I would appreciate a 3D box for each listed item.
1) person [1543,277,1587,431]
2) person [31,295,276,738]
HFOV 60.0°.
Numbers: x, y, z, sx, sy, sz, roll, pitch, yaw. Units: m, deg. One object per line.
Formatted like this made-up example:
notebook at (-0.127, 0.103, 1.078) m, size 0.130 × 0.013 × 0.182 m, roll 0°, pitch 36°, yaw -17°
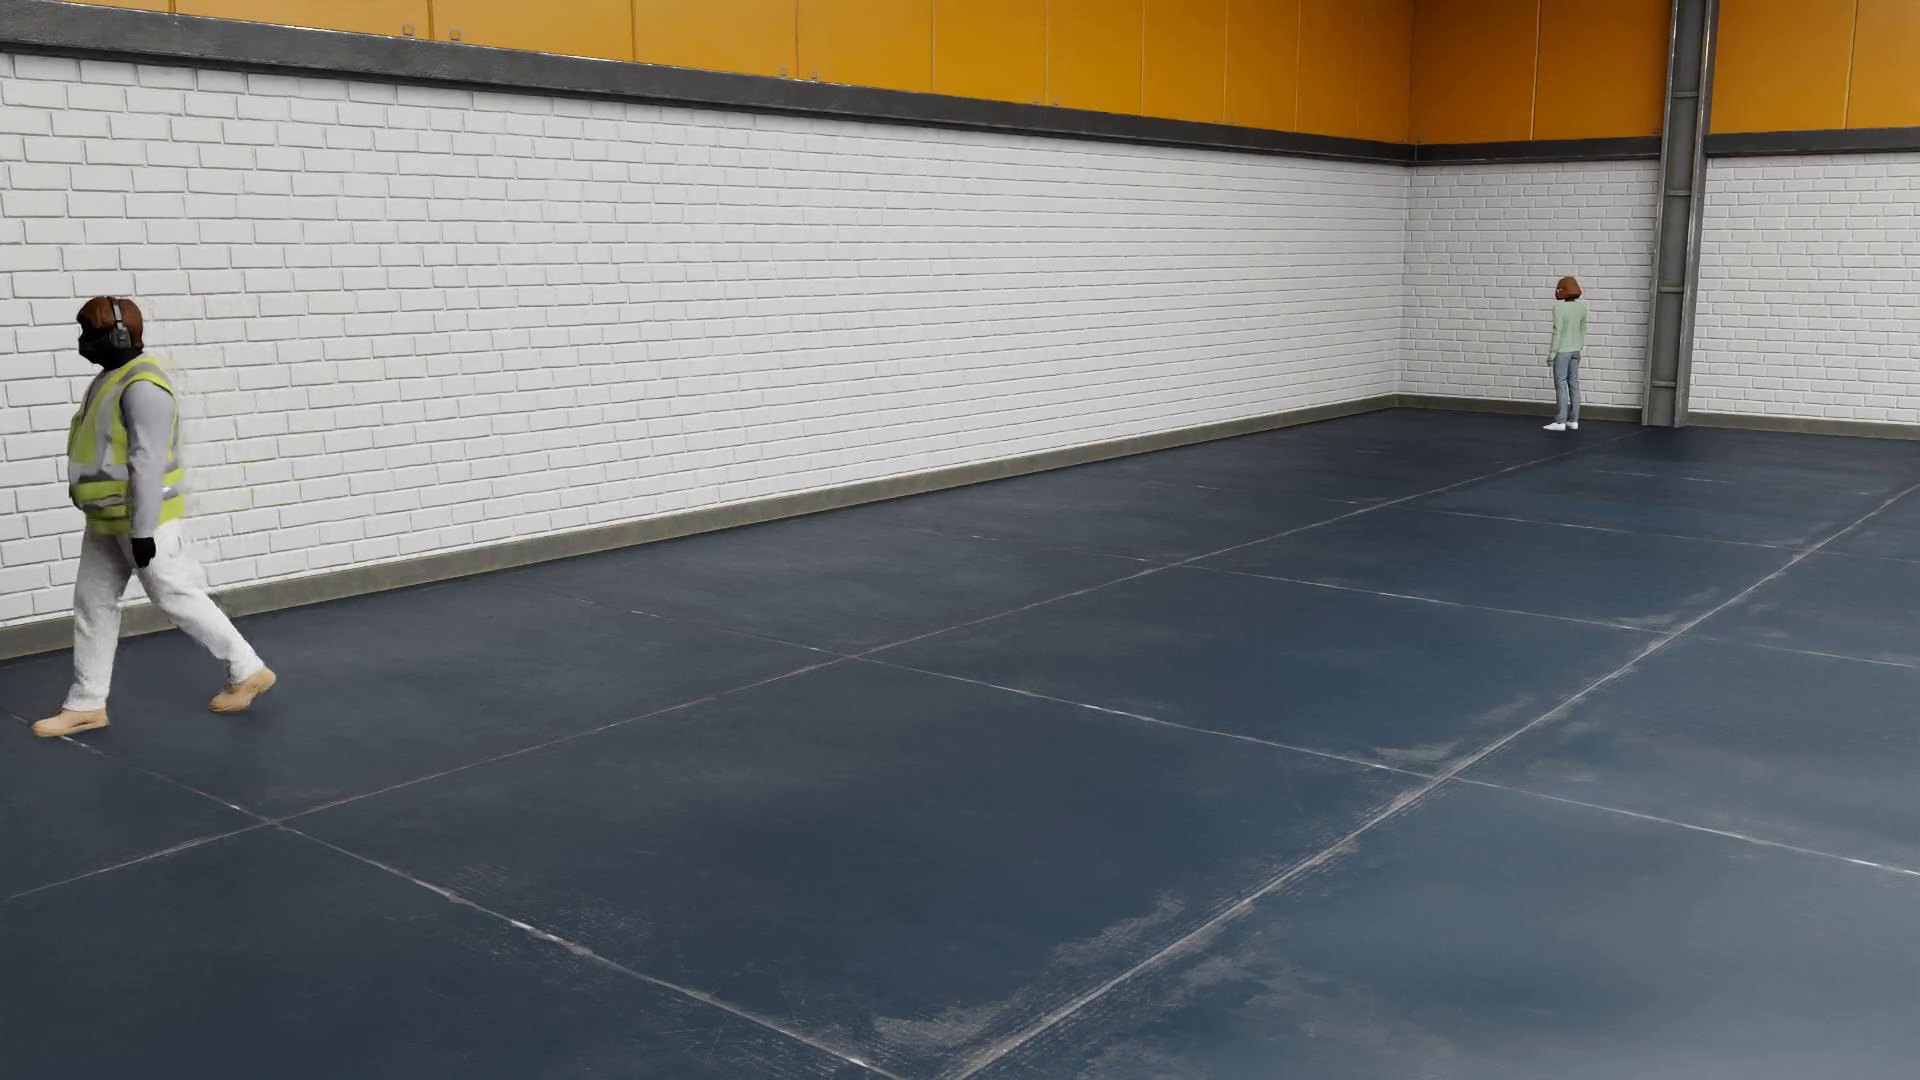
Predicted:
person at (6.462, -1.982, 17.746) m, size 0.508 × 1.631 × 0.264 m, roll -6°, pitch 12°, yaw -32°
person at (-3.375, -0.113, 6.921) m, size 0.930 × 1.808 × 0.634 m, roll -9°, pitch 13°, yaw -40°
